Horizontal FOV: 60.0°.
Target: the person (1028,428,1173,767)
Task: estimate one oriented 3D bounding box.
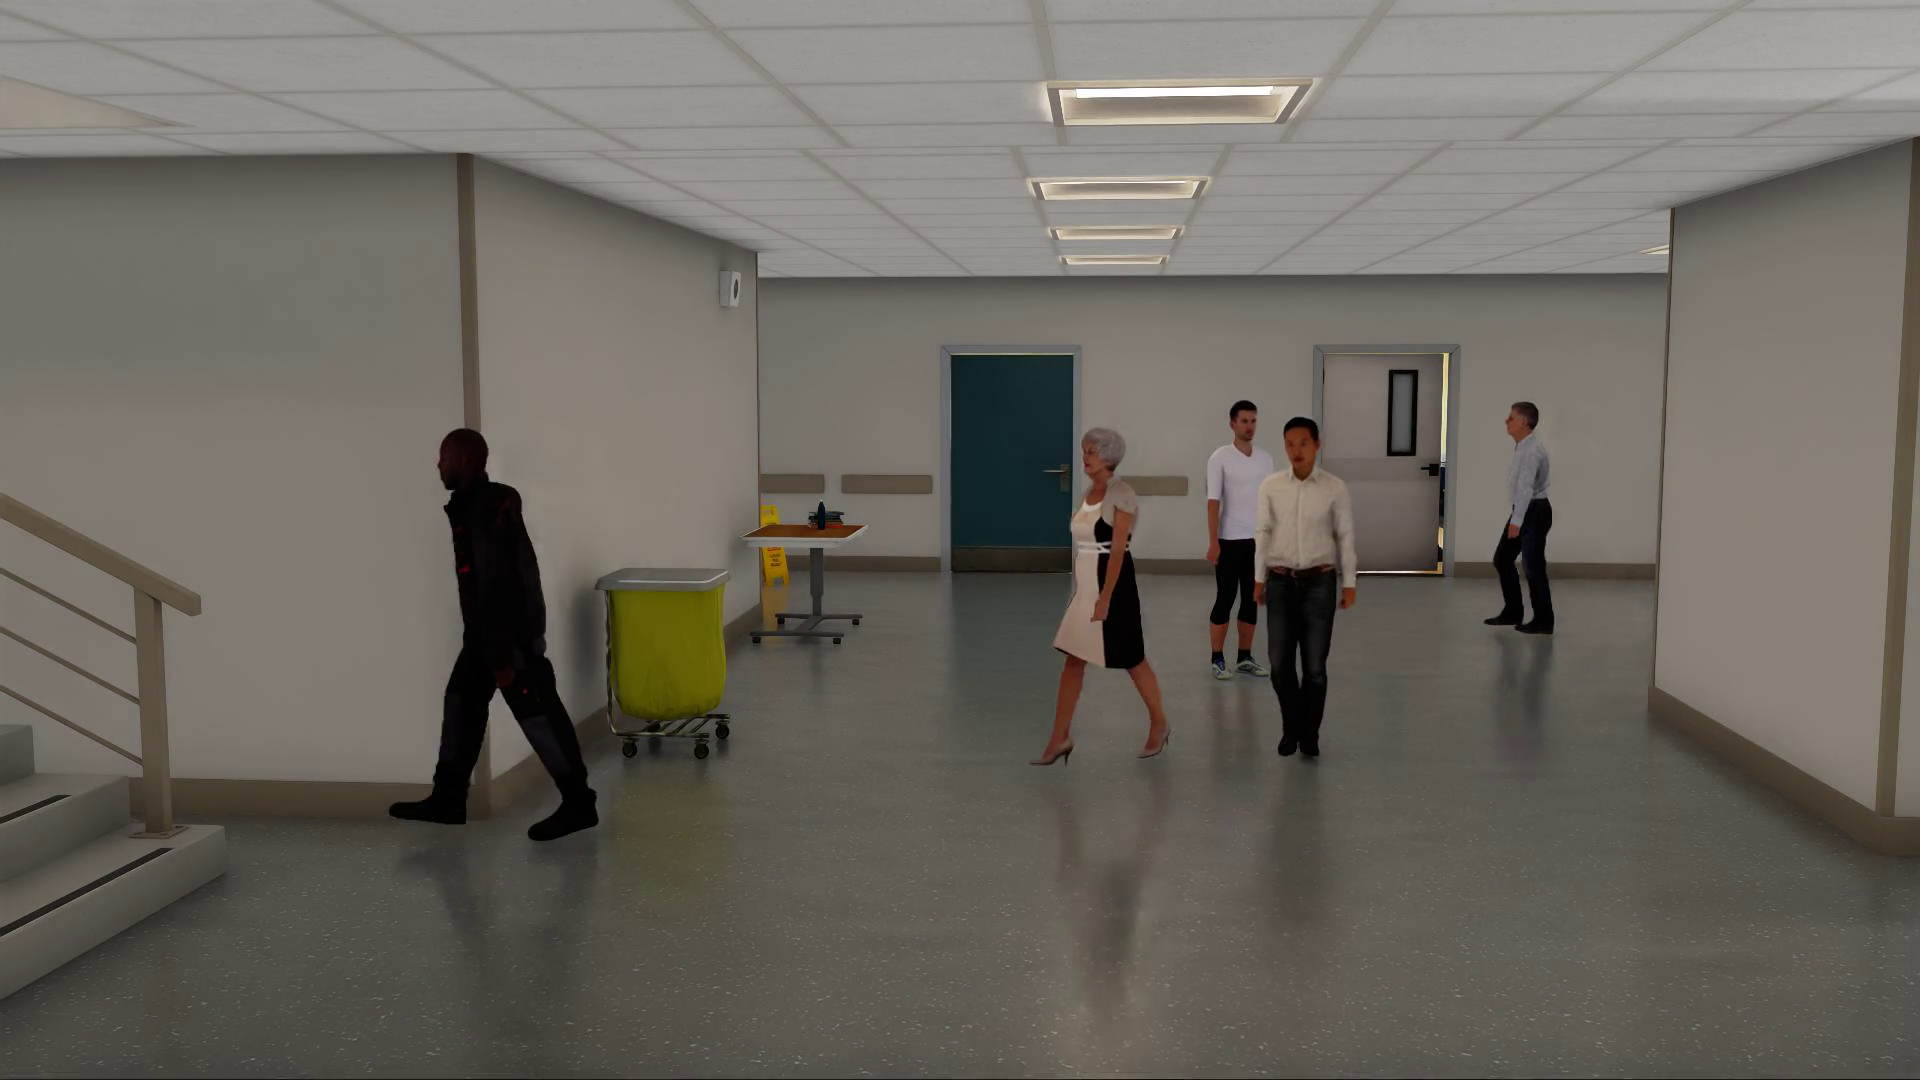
[{"bbox_3d":[0.831,0.325,8.487,1.140,1.710,1.004,-4,7,-31],"label":"person"}]

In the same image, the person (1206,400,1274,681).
[{"bbox_3d":[1.874,-0.010,11.117,0.675,1.850,0.814,-3,6,-24],"label":"person"}]

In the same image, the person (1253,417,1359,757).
[{"bbox_3d":[1.828,0.251,8.823,0.700,1.789,0.831,2,6,17],"label":"person"}]

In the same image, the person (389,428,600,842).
[{"bbox_3d":[-1.894,0.421,7.253,1.223,1.765,0.983,-2,6,-21],"label":"person"}]

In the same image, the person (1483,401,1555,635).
[{"bbox_3d":[4.492,-0.161,12.865,0.739,1.801,0.677,1,6,8],"label":"person"}]
